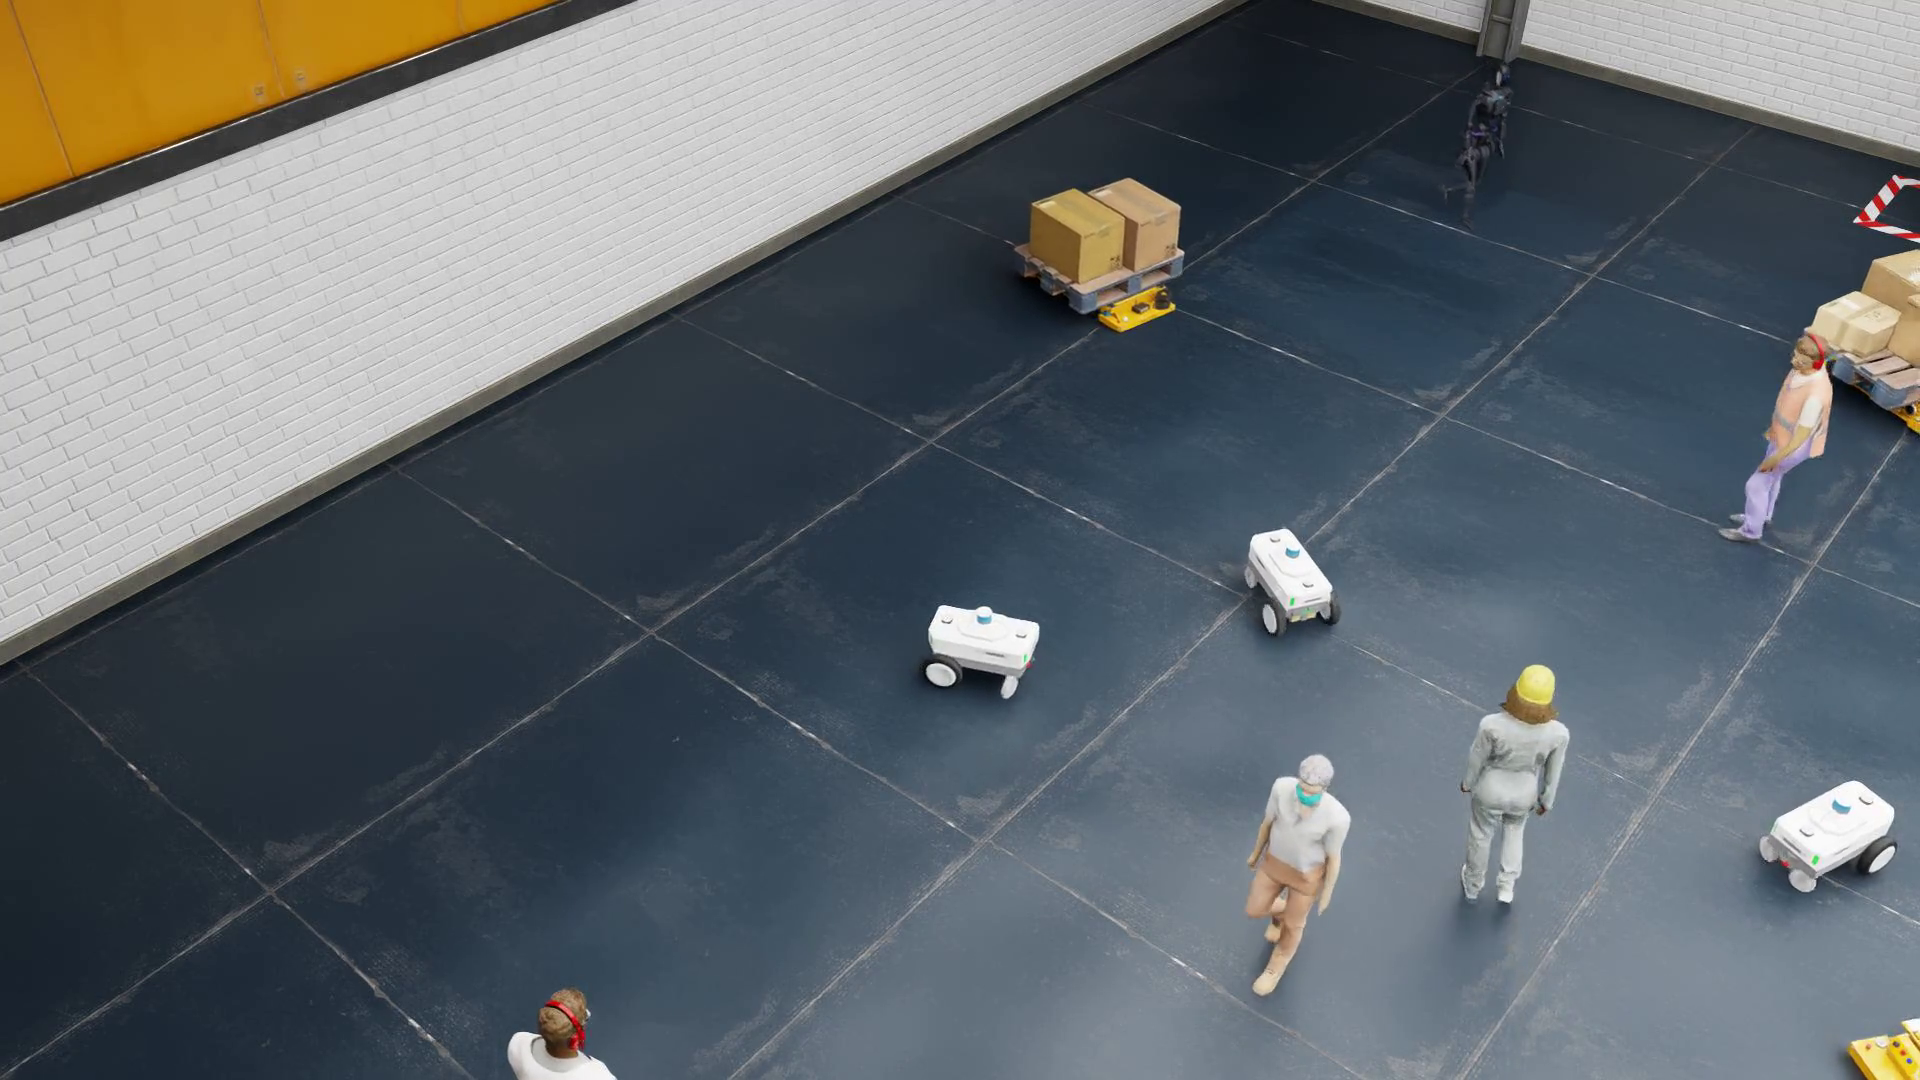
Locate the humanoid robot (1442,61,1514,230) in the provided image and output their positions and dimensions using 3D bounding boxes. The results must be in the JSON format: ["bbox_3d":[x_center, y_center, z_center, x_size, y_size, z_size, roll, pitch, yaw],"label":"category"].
[{"bbox_3d":[4.908,-3.833,15.930,0.584,1.627,0.544,-22,44,-25],"label":"humanoid robot"}]

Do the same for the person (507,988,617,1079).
[{"bbox_3d":[-1.746,2.734,7.648,0.565,1.834,0.404,18,42,21],"label":"person"}]

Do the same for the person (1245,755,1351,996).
[{"bbox_3d":[1.797,1.753,8.940,0.507,1.736,0.447,27,46,29],"label":"person"}]

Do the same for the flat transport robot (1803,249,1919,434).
[{"bbox_3d":[7.842,-1.369,13.986,0.659,0.231,1.431,-14,41,-17],"label":"flat transport robot"}]

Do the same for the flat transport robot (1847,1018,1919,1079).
[{"bbox_3d":[5.553,2.807,8.802,1.431,0.231,0.659,-7,39,-9],"label":"flat transport robot"}]

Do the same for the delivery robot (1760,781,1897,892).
[{"bbox_3d":[5.176,1.730,9.901,0.752,0.581,0.518,-19,43,-22],"label":"delivery robot"}]

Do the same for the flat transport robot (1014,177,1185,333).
[{"bbox_3d":[1.250,-2.360,15.216,0.659,0.231,1.431,-25,45,-28],"label":"flat transport robot"}]

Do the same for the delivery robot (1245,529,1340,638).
[{"bbox_3d":[2.318,0.275,11.714,0.499,0.590,0.793,-11,40,-13],"label":"delivery robot"}]

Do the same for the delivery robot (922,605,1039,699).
[{"bbox_3d":[0.138,0.701,11.177,0.752,0.581,0.518,10,40,12],"label":"delivery robot"}]

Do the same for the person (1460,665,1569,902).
[{"bbox_3d":[3.084,1.388,9.397,0.497,1.728,0.360,4,39,5],"label":"person"}]

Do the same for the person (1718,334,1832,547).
[{"bbox_3d":[5.925,-0.687,11.918,0.453,1.804,0.590,10,40,12],"label":"person"}]
